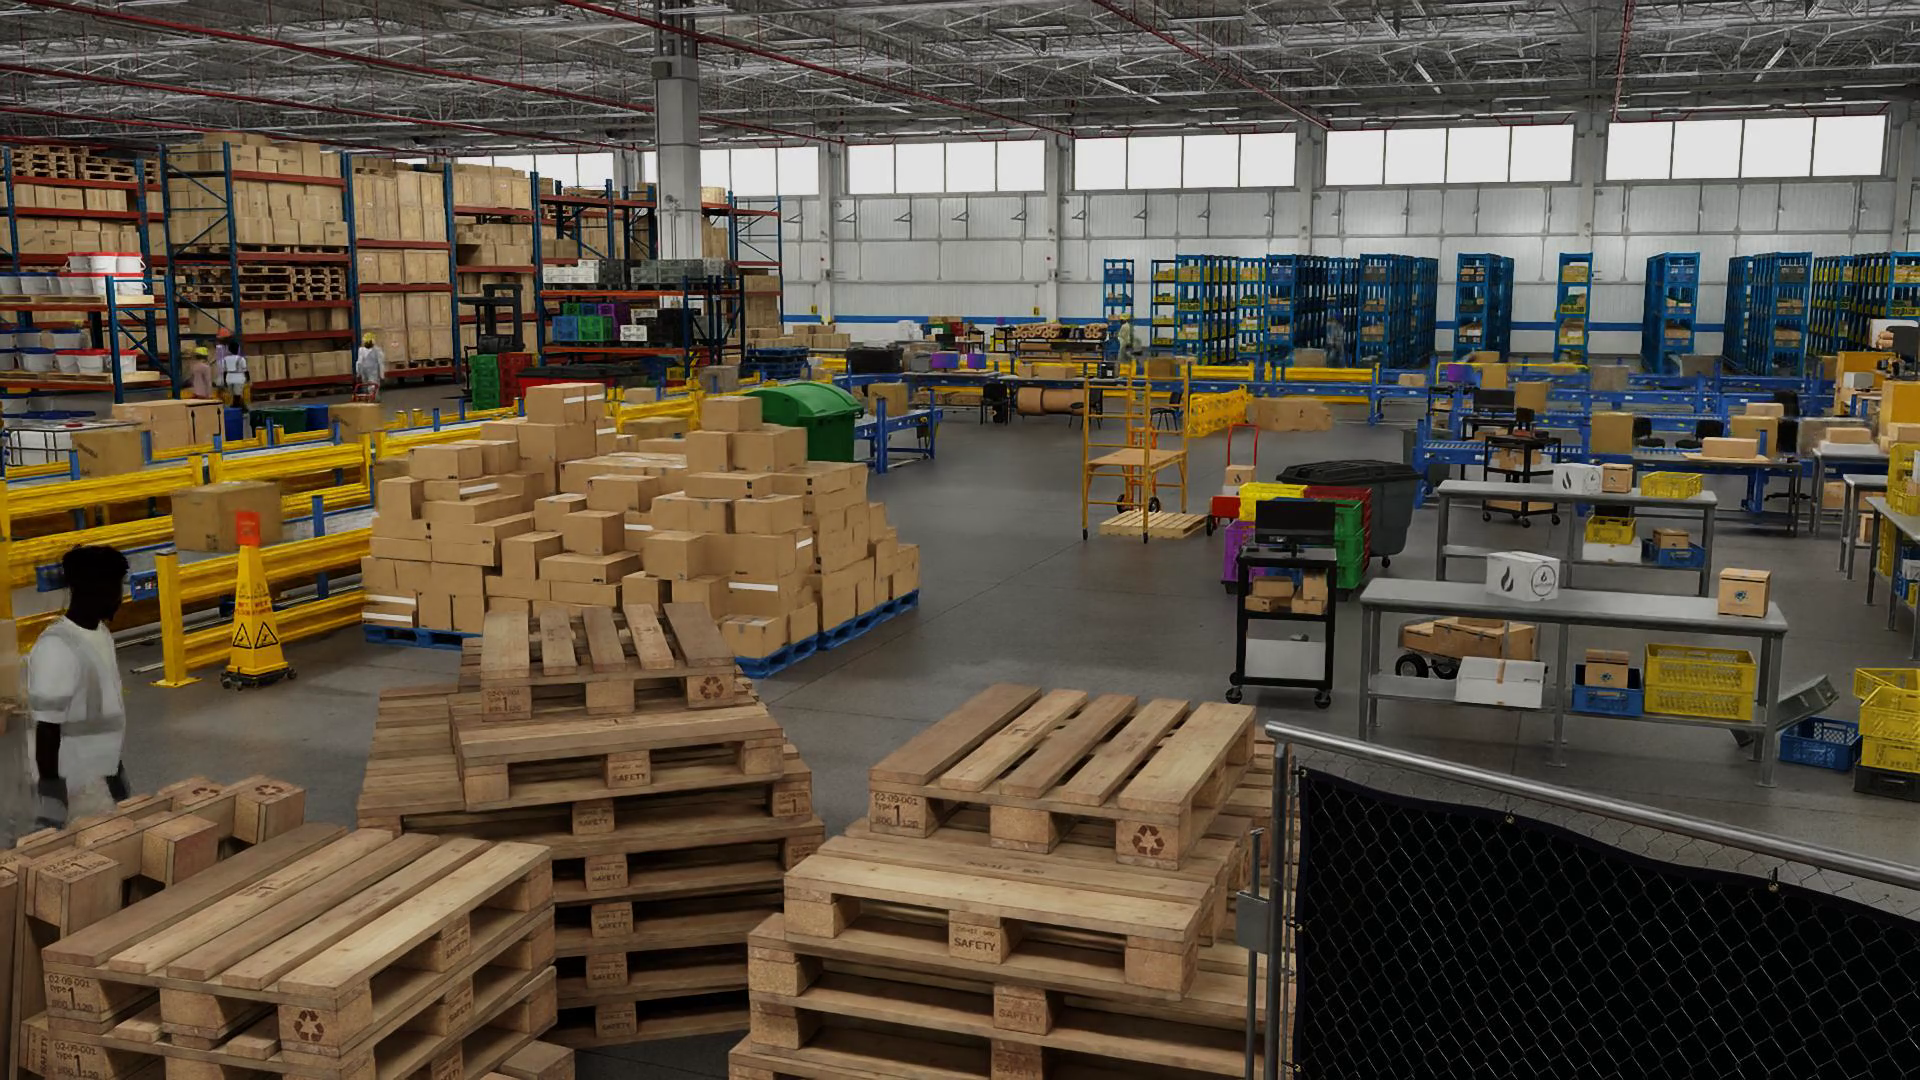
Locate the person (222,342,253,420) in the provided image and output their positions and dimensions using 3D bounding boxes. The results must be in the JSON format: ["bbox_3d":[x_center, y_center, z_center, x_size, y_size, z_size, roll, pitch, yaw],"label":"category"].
[{"bbox_3d":[-14.951,-3.267,34.433,0.534,1.649,0.871,2,9,14],"label":"person"}]

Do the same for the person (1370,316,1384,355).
[{"bbox_3d":[13.927,-6.702,55.462,0.612,1.826,0.517,2,9,15],"label":"person"}]

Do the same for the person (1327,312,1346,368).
[{"bbox_3d":[11.666,-6.133,51.653,0.920,1.910,0.620,8,12,42],"label":"person"}]

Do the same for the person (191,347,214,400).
[{"bbox_3d":[-13.641,-2.630,30.155,0.552,1.729,0.799,5,10,26],"label":"person"}]

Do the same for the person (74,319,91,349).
[{"bbox_3d":[-24.698,-5.316,46.802,0.596,1.819,0.424,4,10,24],"label":"person"}]

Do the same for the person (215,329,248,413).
[{"bbox_3d":[-15.857,-3.628,36.013,0.557,1.882,1.003,2,9,12],"label":"person"}]

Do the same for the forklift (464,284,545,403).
[{"bbox_3d":[-10.832,-4.702,39.610,1.129,2.768,1.873,3,10,20],"label":"forklift"}]

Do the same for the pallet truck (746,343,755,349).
[{"bbox_3d":[-6.183,-4.618,44.264,1.601,1.201,0.680,-9,12,-43],"label":"pallet truck"}]

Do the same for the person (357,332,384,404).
[{"bbox_3d":[-12.798,-3.626,36.200,0.598,1.810,0.667,3,9,15],"label":"person"}]

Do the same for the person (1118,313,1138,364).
[{"bbox_3d":[5.365,-6.404,53.643,0.714,1.812,0.597,1,9,7],"label":"person"}]

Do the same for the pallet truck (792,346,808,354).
[{"bbox_3d":[-3.705,-4.298,42.022,0.653,1.274,1.630,3,10,20],"label":"pallet truck"}]

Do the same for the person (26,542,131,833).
[{"bbox_3d":[-3.736,0.963,7.088,0.695,1.945,0.664,-2,9,-13],"label":"person"}]
